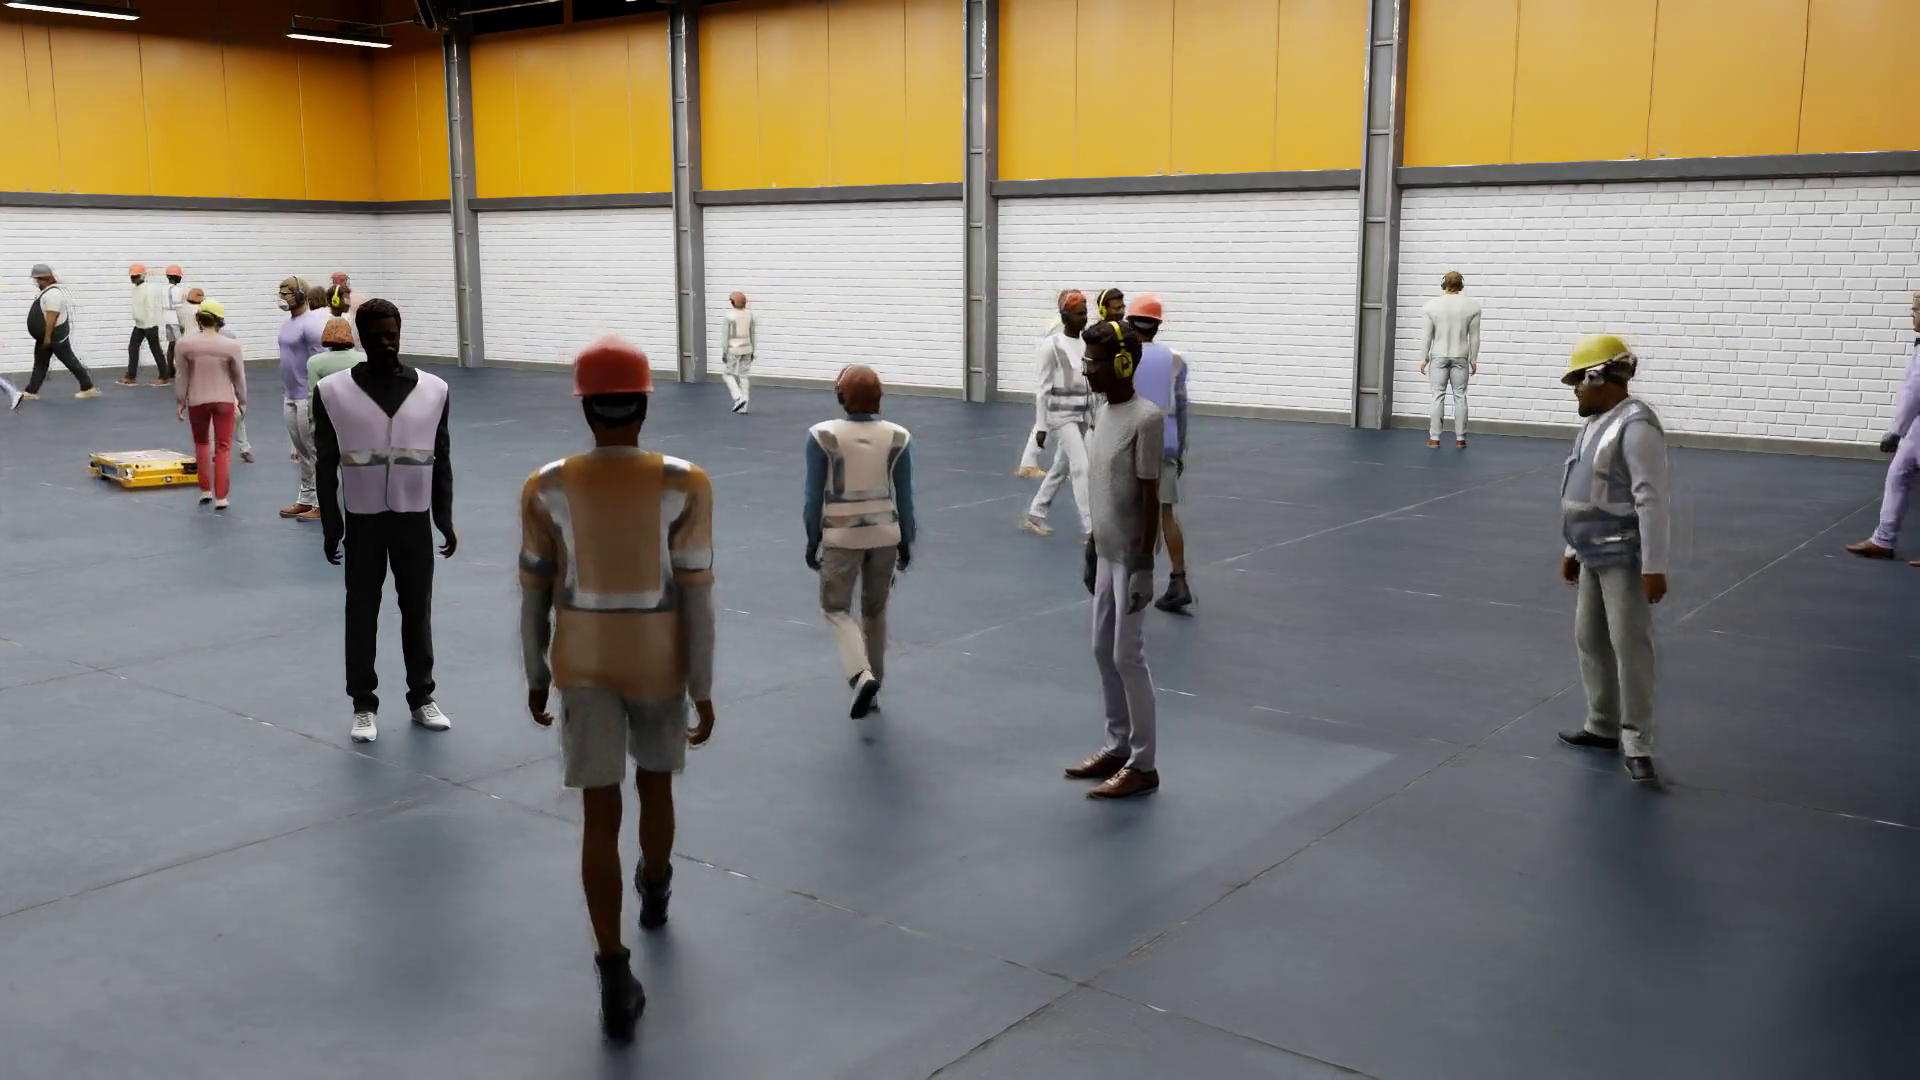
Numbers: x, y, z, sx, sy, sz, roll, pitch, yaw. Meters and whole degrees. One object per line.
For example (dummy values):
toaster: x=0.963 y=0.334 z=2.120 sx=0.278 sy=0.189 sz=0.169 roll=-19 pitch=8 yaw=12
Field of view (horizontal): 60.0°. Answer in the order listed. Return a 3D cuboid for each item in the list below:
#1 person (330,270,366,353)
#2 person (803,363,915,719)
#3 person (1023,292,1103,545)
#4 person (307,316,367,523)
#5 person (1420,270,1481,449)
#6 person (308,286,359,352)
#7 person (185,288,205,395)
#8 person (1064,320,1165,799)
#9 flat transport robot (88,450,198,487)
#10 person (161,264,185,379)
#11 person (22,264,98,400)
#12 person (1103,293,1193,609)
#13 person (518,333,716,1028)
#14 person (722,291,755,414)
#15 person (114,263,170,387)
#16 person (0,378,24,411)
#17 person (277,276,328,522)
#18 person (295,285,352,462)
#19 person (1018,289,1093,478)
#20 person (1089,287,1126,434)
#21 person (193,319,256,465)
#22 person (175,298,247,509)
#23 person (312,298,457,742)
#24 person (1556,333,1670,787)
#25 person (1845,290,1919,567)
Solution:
person: x=-7.898 y=-2.496 z=21.328 sx=0.651 sy=1.906 sz=0.401 roll=-3 pitch=10 yaw=-19
person: x=-0.432 y=0.017 z=7.514 sx=0.524 sy=1.619 sz=0.555 roll=-4 pitch=10 yaw=-22
person: x=0.799 y=-0.893 z=12.208 sx=0.963 sy=1.841 sz=0.587 roll=9 pitch=13 yaw=42
person: x=-4.754 y=-0.902 z=12.838 sx=0.499 sy=1.634 sz=0.279 roll=-5 pitch=11 yaw=-28
person: x=5.317 y=-1.956 z=18.090 sx=0.628 sy=1.939 sz=0.374 roll=2 pitch=10 yaw=10
person: x=-6.614 y=-1.792 z=17.620 sx=0.929 sy=1.788 sz=0.691 roll=8 pitch=13 yaw=39
person: x=-11.236 y=-2.940 z=24.759 sx=0.523 sy=1.600 sz=0.752 roll=7 pitch=12 yaw=33
person: x=0.619 y=0.075 z=6.512 sx=0.334 sy=1.859 sz=0.535 roll=-4 pitch=10 yaw=-20
flat transport robot: x=-7.603 y=-0.682 z=15.520 sx=0.652 sy=0.197 sz=1.431 roll=-8 pitch=13 yaw=-40
person: x=-13.348 y=-3.715 z=28.337 sx=0.551 sy=1.934 sz=0.373 roll=8 pitch=13 yaw=40
person: x=-13.180 y=-3.052 z=24.175 sx=1.067 sy=2.000 sz=0.687 roll=-8 pitch=12 yaw=-38
person: x=1.126 y=-0.538 z=10.035 sx=0.593 sy=1.880 sz=1.015 roll=-2 pitch=10 yaw=-14
person: x=-0.982 y=0.356 z=4.796 sx=0.560 sy=1.878 sz=1.052 roll=-1 pitch=10 yaw=-8
person: x=-2.940 y=-2.478 z=22.035 sx=0.536 sy=1.624 sz=0.375 roll=-8 pitch=13 yaw=-39
person: x=-13.081 y=-3.404 z=26.477 sx=0.630 sy=1.952 sz=0.916 roll=7 pitch=12 yaw=34
person: x=-13.023 y=-2.554 z=22.179 sx=0.790 sy=1.742 sz=0.532 roll=-5 pitch=11 yaw=-28
person: x=-5.211 y=-1.117 z=13.208 sx=0.372 sy=1.940 sz=0.630 roll=-9 pitch=13 yaw=-43
person: x=-6.248 y=-1.645 z=16.692 sx=1.036 sy=1.801 sz=0.554 roll=0 pitch=10 yaw=-3
person: x=1.013 y=-1.452 z=15.617 sx=1.004 sy=1.791 sz=0.622 roll=2 pitch=10 yaw=13
person: x=1.107 y=-1.043 z=13.026 sx=0.511 sy=1.859 sz=0.472 roll=-10 pitch=14 yaw=-44
person: x=-7.397 y=-1.543 z=16.661 sx=0.346 sy=1.610 sz=0.587 roll=6 pitch=11 yaw=30
person: x=-6.240 y=-1.142 z=13.902 sx=0.536 sy=1.738 sz=0.635 roll=-3 pitch=10 yaw=-16
person: x=-2.510 y=-0.094 z=7.308 sx=0.591 sy=1.920 sz=0.393 roll=-6 pitch=12 yaw=-32
person: x=2.676 y=0.070 z=6.767 sx=0.407 sy=1.792 sz=0.739 roll=0 pitch=10 yaw=2
person: x=6.432 y=-0.753 z=11.255 sx=0.847 sy=1.872 sz=0.667 roll=7 pitch=12 yaw=34
